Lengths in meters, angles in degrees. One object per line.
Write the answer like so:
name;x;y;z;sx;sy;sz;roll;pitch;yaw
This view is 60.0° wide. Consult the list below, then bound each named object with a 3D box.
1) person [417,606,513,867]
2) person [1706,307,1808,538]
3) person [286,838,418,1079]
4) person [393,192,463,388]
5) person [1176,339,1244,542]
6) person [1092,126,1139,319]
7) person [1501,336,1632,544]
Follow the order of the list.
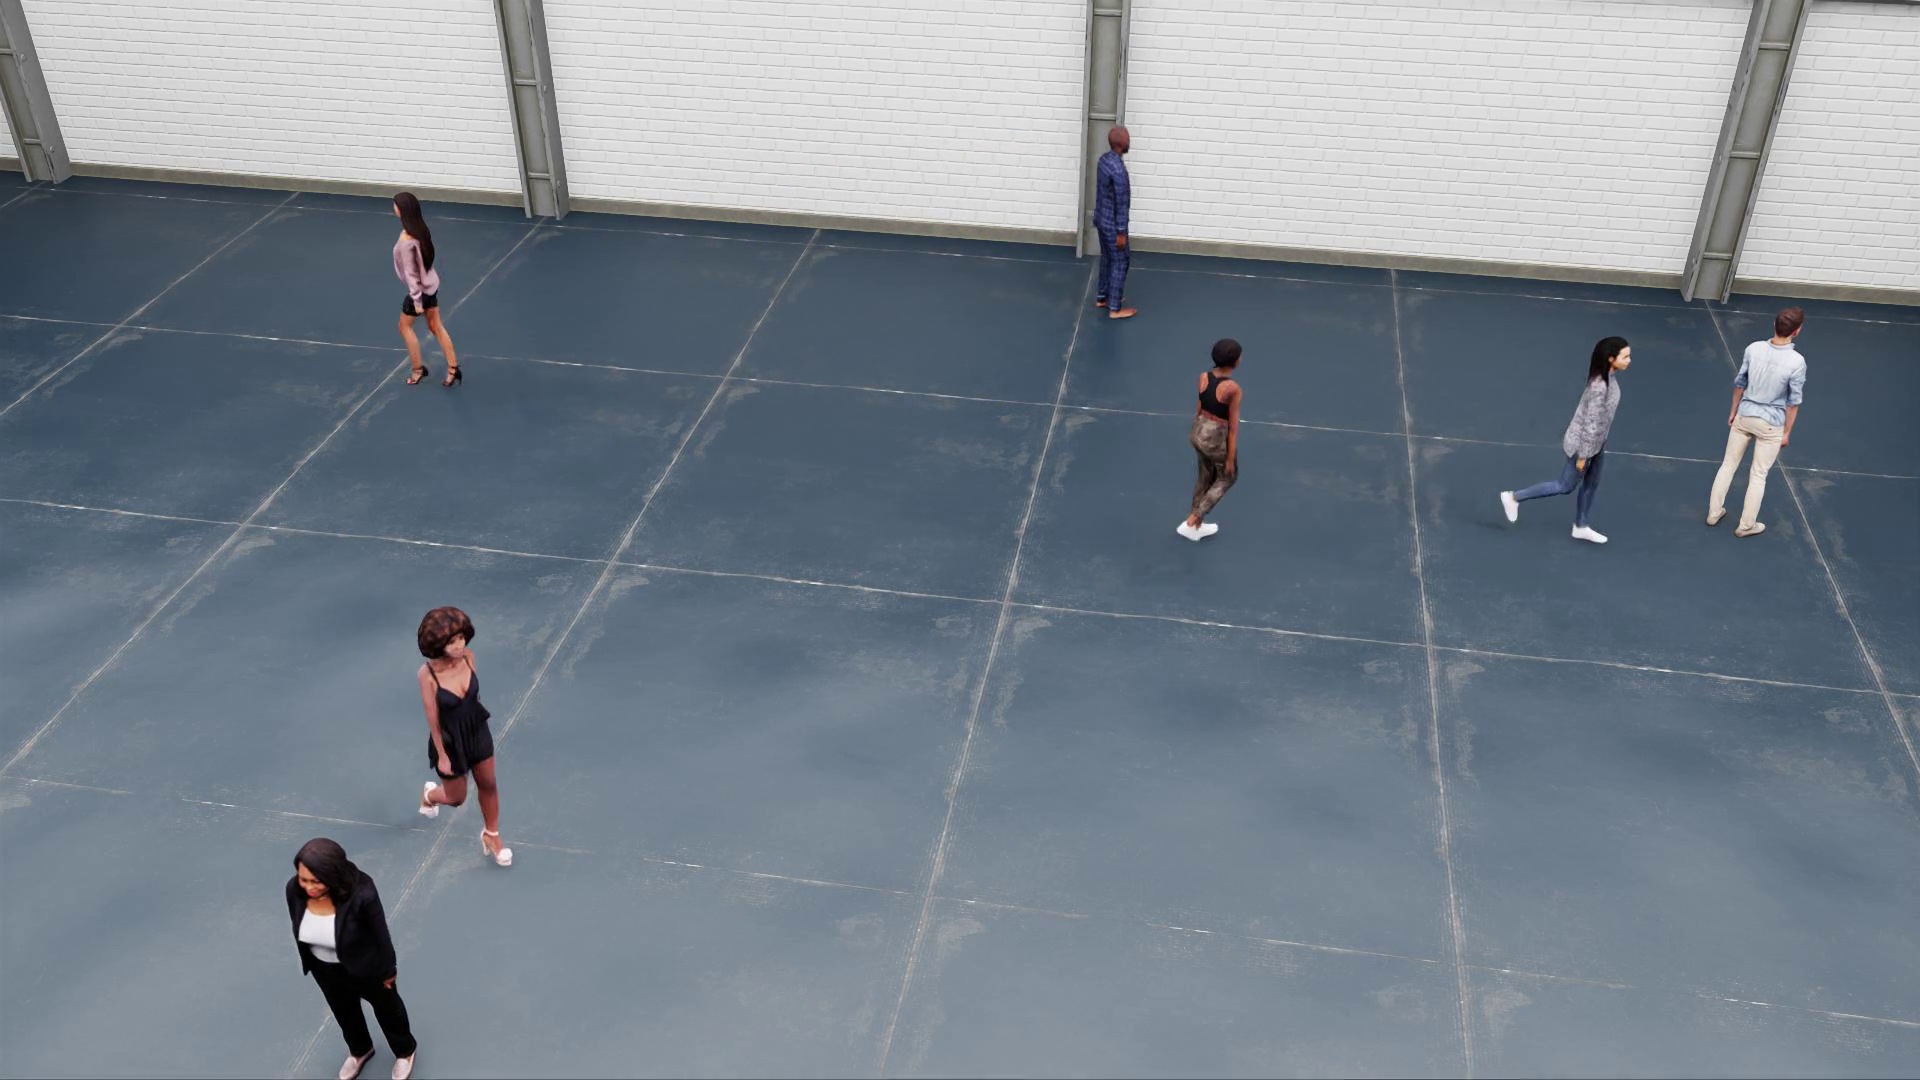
person;-2.906;1.121;9.482;0.975;1.770;0.816;23;40;31
person;5.979;-0.888;12.435;0.791;1.847;0.711;-25;41;-32
person;-3.004;2.059;8.210;0.573;1.616;0.694;3;34;4
person;-4.537;-2.113;14.329;0.731;1.790;0.656;4;34;5
person;1.811;-0.669;12.260;0.883;1.676;0.820;-23;40;-30
person;1.405;-2.994;15.636;0.821;1.811;0.814;-9;35;-13
person;4.554;-0.749;12.351;1.115;1.709;0.811;15;36;21
